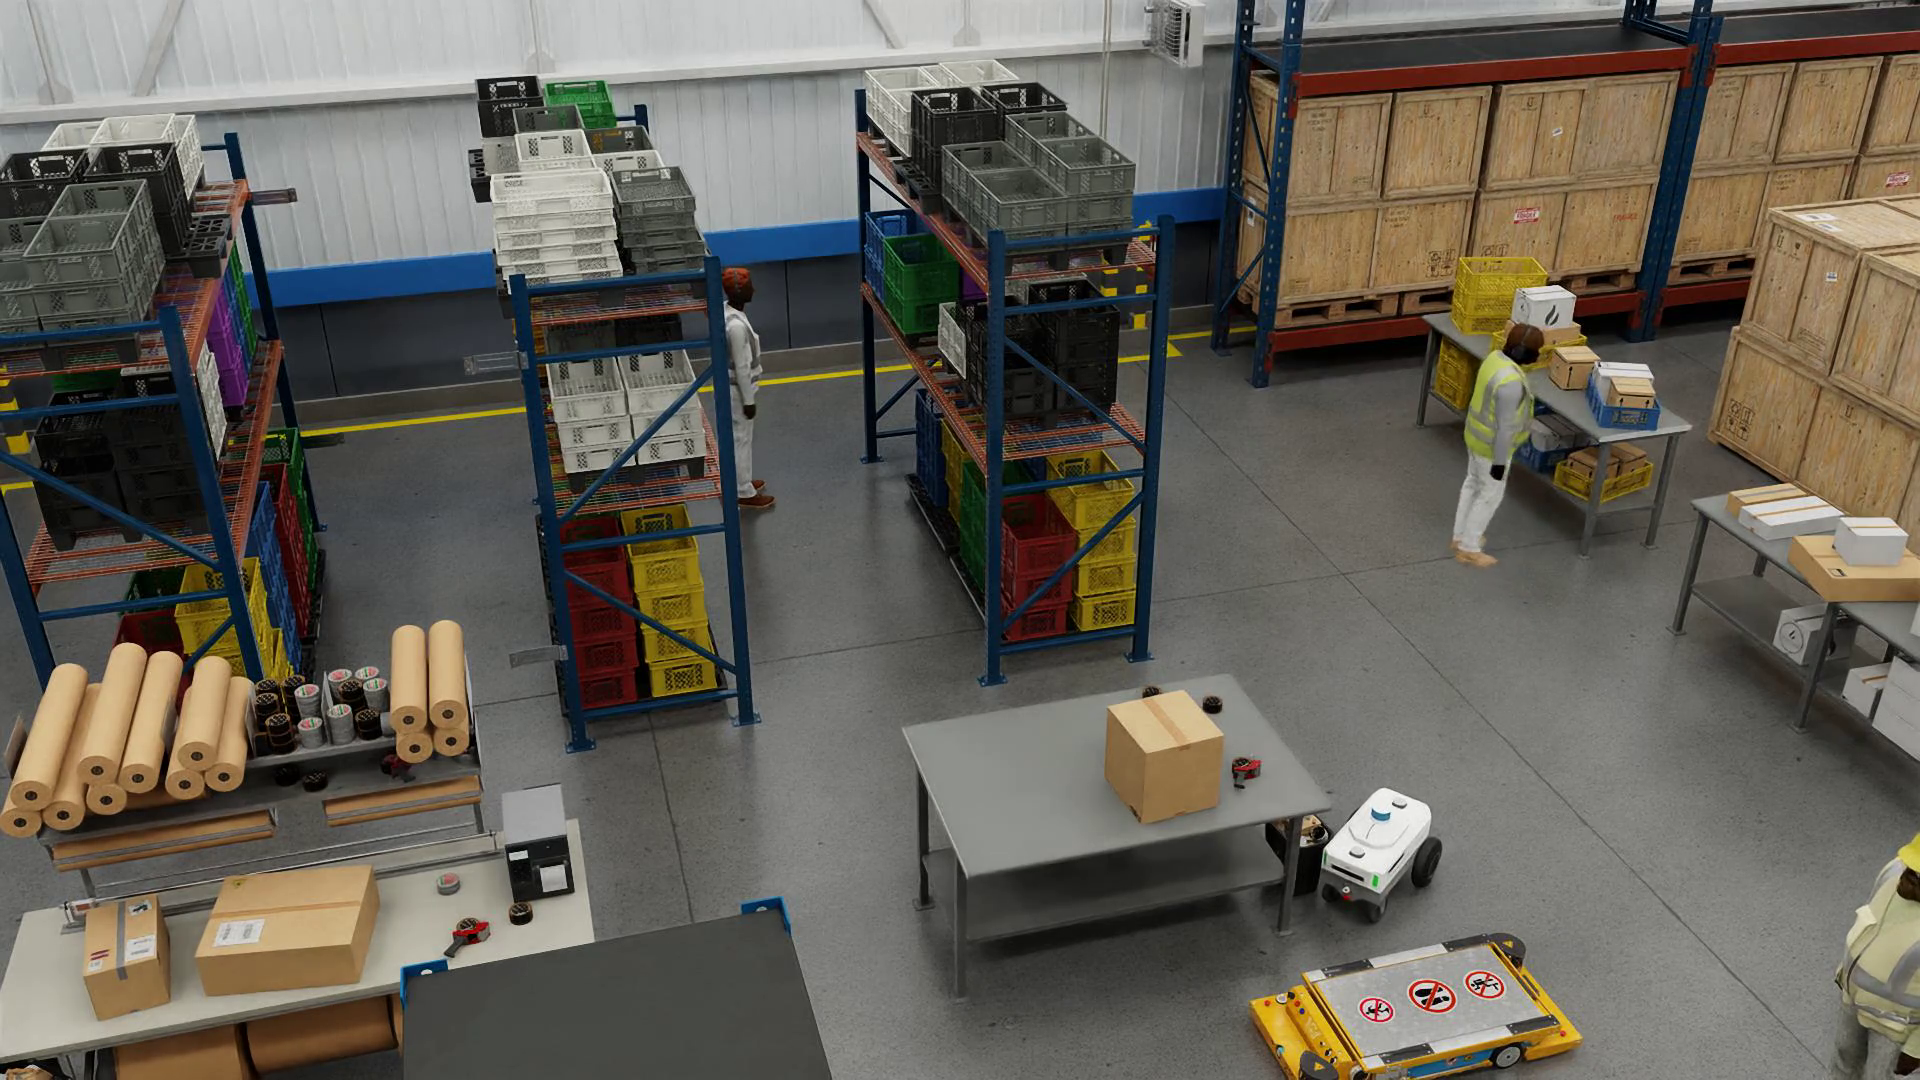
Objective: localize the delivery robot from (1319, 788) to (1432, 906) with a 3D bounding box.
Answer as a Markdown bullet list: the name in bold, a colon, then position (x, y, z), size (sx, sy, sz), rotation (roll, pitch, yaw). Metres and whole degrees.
- **delivery robot**: position (2.207, 1.610, 8.818), size (0.477, 0.478, 0.707), rotation (20, 35, 32)

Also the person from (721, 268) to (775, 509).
- **person**: position (-1.655, -1.149, 12.562), size (0.355, 1.883, 0.572), rotation (-8, 30, -15)

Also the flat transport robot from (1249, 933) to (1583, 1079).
- **flat transport robot**: position (2.184, 2.282, 7.980), size (1.431, 0.197, 0.652), rotation (-8, 30, -14)

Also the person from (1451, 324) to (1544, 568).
- **person**: position (3.785, -0.679, 11.774), size (0.436, 1.820, 0.663), rotation (3, 29, 5)

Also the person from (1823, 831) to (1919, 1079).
- **person**: position (3.891, 1.935, 6.999), size (0.403, 1.837, 0.590), rotation (-2, 29, -4)
